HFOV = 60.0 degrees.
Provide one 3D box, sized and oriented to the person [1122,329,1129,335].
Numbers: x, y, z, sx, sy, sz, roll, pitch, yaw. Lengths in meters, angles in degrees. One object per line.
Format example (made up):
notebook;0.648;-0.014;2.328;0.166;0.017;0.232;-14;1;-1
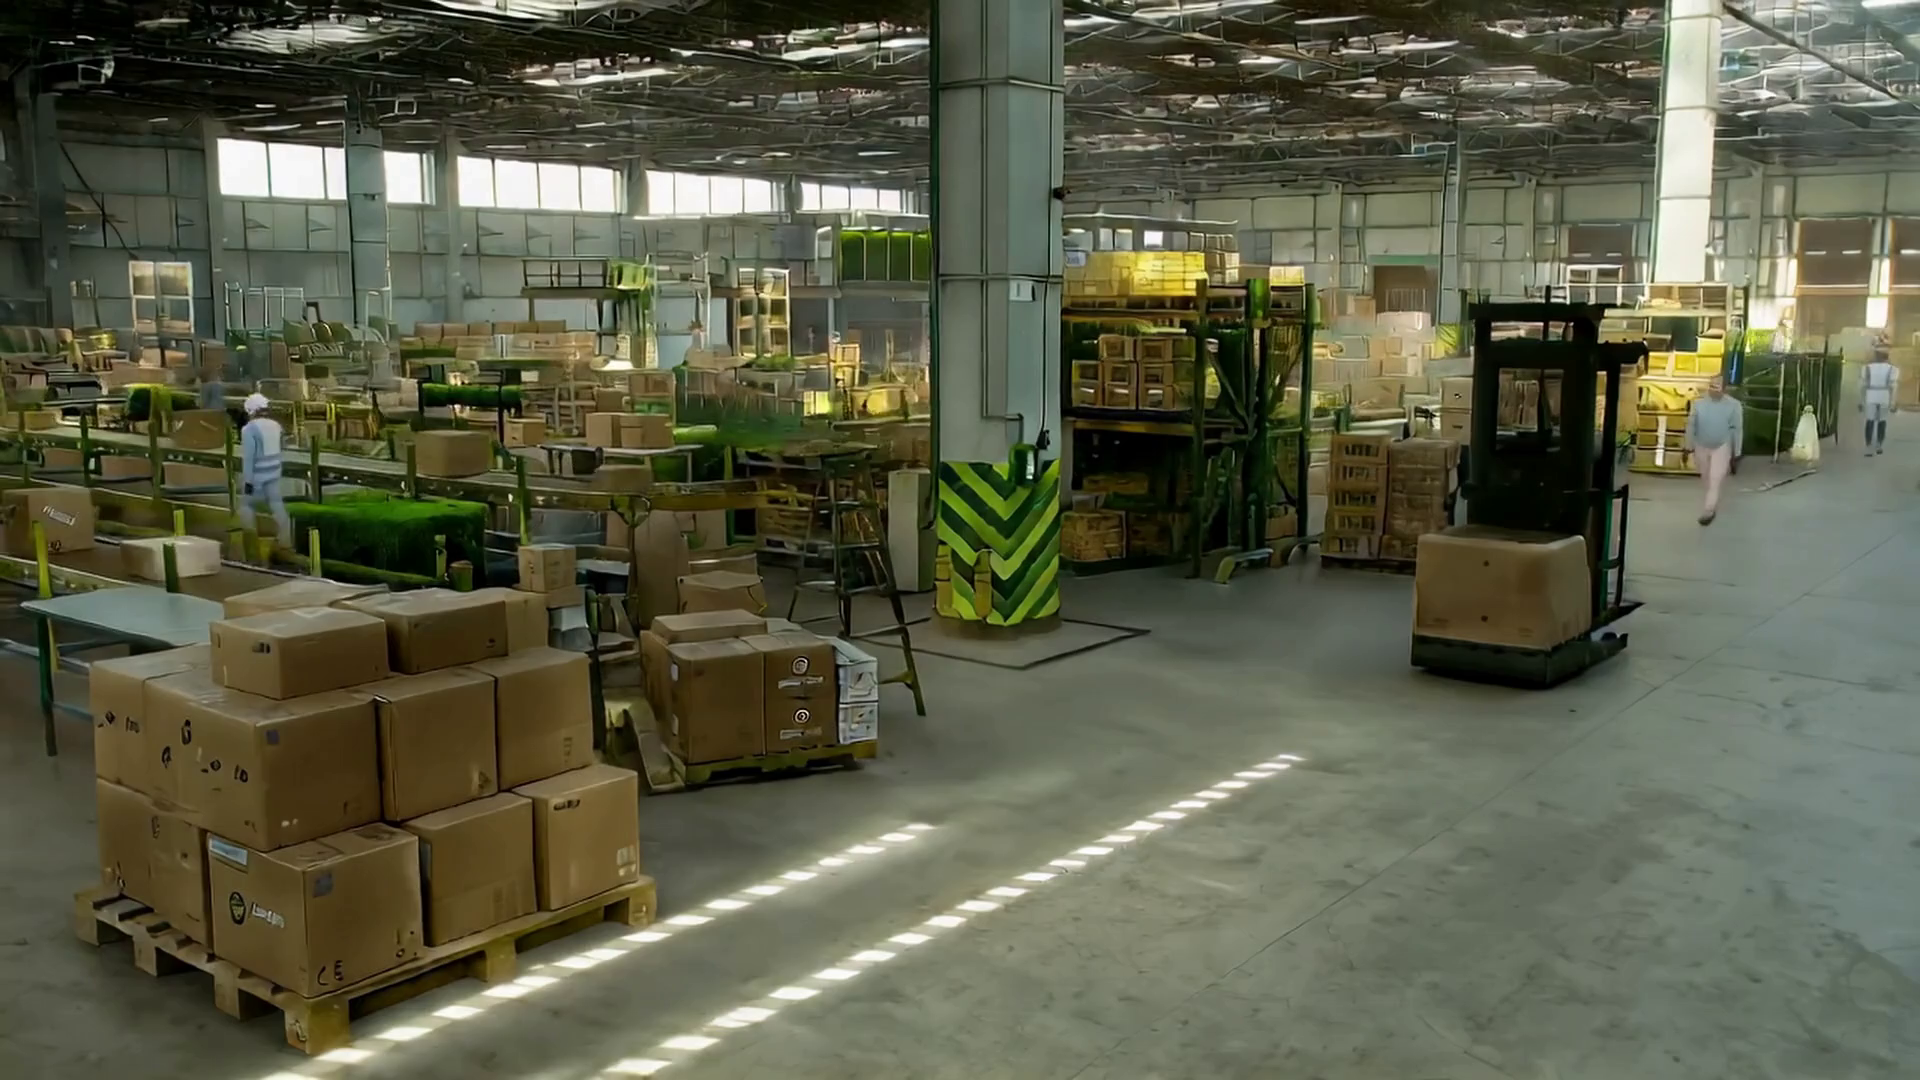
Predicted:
person;5.157;-5.634;51.557;0.927;1.792;0.611;8;12;43

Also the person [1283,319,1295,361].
person;13.648;-8.258;68.964;0.580;1.861;0.652;5;10;32

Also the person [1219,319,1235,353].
person;9.675;-7.053;60.498;0.622;1.971;0.437;6;11;37

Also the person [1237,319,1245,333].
person;11.612;-8.220;68.525;0.400;1.928;0.542;4;9;23

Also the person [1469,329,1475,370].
person;14.635;-4.994;46.888;0.557;1.904;0.717;-6;10;-34

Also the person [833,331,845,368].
person;-3.929;-5.940;53.928;0.881;1.693;0.497;6;10;35

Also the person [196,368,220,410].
person;-12.906;-2.136;28.535;0.516;1.617;0.512;4;9;26

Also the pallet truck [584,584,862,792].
pallet truck;-1.426;0.805;10.019;1.601;1.201;0.680;-4;9;-26

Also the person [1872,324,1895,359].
person;27.226;-5.373;48.937;0.687;2.000;0.540;-3;9;-21

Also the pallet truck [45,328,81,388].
pallet truck;-23.775;-4.544;43.495;1.885;1.965;0.823;6;10;35

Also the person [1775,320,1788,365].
person;33.163;-7.982;67.308;0.511;1.804;0.899;-4;9;-24

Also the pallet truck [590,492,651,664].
pallet truck;-3.115;0.344;12.883;0.653;1.274;1.630;7;11;37

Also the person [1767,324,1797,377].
person;28.252;-6.490;57.132;0.964;1.833;0.600;1;8;5

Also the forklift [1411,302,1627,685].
forklift;4.379;-0.438;12.852;1.129;2.768;1.873;7;11;37

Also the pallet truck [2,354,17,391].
pallet truck;-24.881;-4.417;42.634;1.885;1.965;0.823;8;11;41

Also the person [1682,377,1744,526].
person;9.525;-1.143;21.063;0.662;1.861;1.005;7;11;40

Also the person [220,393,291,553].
person;-7.794;-0.722;18.390;0.907;1.791;0.623;4;9;23

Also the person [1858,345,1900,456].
person;16.370;-2.484;29.674;0.624;1.987;1.091;5;10;31
